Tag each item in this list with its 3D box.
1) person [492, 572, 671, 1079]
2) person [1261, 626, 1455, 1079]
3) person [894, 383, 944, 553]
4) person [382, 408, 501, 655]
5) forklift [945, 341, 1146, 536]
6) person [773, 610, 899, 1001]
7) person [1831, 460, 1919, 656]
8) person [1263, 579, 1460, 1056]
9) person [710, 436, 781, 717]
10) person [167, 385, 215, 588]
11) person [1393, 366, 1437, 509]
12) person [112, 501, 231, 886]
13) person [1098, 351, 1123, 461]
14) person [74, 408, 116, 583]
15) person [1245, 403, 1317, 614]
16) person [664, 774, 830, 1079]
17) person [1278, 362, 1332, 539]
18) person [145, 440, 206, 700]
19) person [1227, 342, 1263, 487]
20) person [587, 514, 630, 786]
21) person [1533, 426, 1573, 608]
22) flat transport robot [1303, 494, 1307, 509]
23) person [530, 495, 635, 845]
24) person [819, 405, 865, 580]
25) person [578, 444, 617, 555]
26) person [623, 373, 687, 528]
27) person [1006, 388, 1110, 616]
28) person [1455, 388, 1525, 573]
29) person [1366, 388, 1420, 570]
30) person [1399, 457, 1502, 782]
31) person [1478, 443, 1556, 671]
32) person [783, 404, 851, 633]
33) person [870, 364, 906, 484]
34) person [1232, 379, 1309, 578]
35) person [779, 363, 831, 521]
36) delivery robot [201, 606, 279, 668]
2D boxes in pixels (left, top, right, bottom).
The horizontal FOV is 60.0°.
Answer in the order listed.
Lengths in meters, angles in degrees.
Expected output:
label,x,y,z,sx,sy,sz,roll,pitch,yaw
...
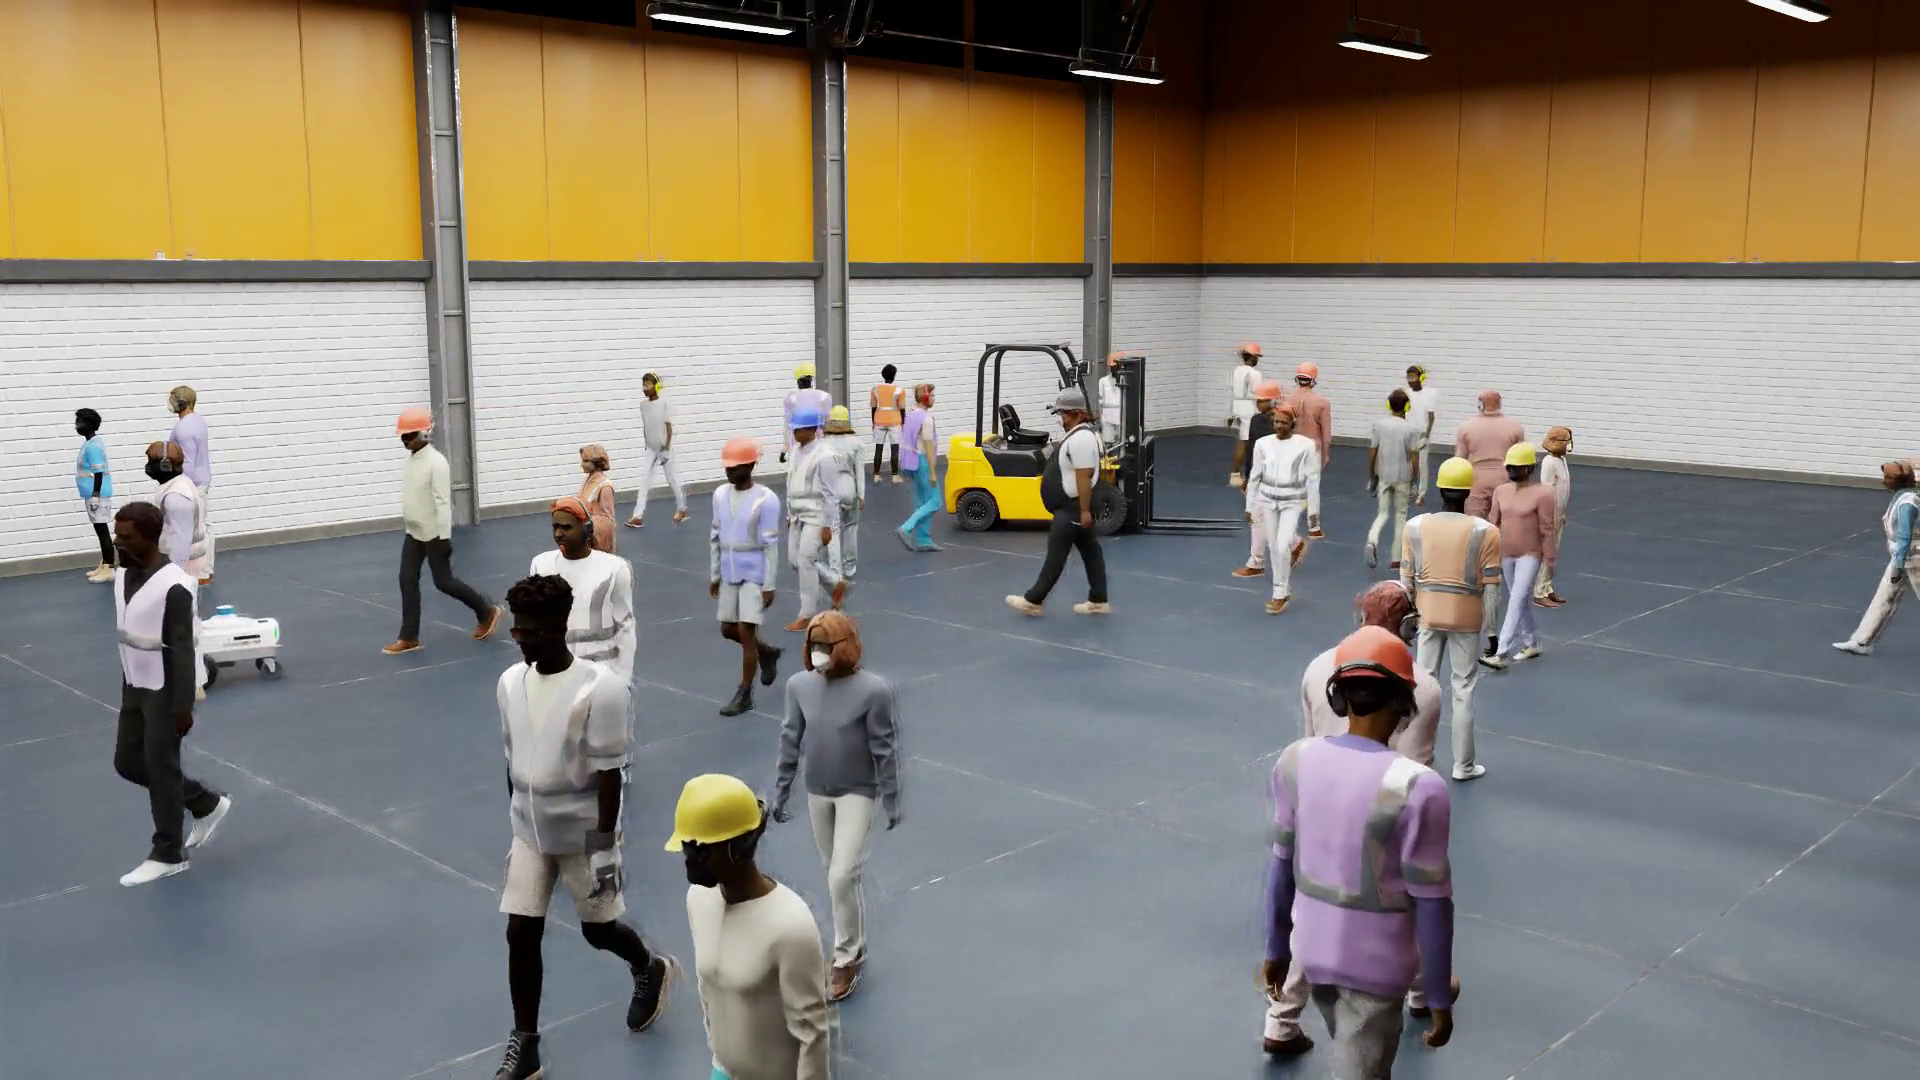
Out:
label,x,y,z,sx,sy,sz,roll,pitch,yaw
person,-1.460,1.059,6.272,0.610,1.935,0.869,4,10,23
person,1.130,1.256,4.953,0.999,1.981,0.631,-6,11,-34
person,-0.420,-0.753,17.662,0.502,1.834,0.583,-4,10,-21
person,-4.162,-0.088,13.258,0.618,1.959,0.897,8,12,42
forklift,0.977,-1.223,19.452,2.313,2.155,1.214,2,9,11
person,-0.553,1.099,6.966,0.535,1.611,0.604,5,10,27
person,7.356,0.165,12.855,0.934,1.566,0.520,3,10,17
person,1.576,1.073,6.489,1.079,1.838,0.654,-8,12,-42
person,-1.430,0.223,11.469,0.551,1.915,0.703,6,11,31
person,-7.325,-0.505,15.834,0.372,1.940,0.631,-2,10,-13
person,5.715,-1.274,20.929,0.482,1.809,0.962,6,11,33
person,-3.973,0.741,8.279,0.608,1.908,0.519,8,12,39
person,2.198,-1.675,23.109,0.550,1.913,0.866,4,10,23
person,-8.403,-0.437,16.153,0.316,1.696,0.542,-5,11,-29
person,2.786,-0.274,14.649,0.617,1.856,0.730,7,11,36
person,-0.470,1.441,4.532,0.538,1.732,0.652,8,12,41
person,3.868,-0.999,18.690,0.620,1.994,0.381,4,10,23
person,-5.526,0.219,11.690,0.430,1.845,0.620,-4,10,-24
person,4.095,-1.745,23.220,0.851,2.003,0.649,-4,10,-24
person,-2.105,0.654,9.685,0.372,1.622,0.537,4,10,24
person,5.349,-0.214,14.980,0.277,1.633,0.507,6,11,32
flat transport robot,4.073,-0.588,21.435,0.652,0.197,1.431,1,9,6
person,-1.966,0.699,8.614,0.583,1.882,0.338,2,10,15
person,-1.167,-0.449,16.154,0.506,1.709,0.810,0,9,-2
person,-2.920,0.042,13.400,0.307,1.639,0.513,-6,11,-34
person,-3.570,-1.063,19.647,0.535,1.817,0.996,5,10,26
person,0.872,-0.345,14.538,0.974,2.000,0.709,1,9,6
person,5.185,-0.546,16.289,0.675,1.877,0.703,3,10,17
person,4.325,-0.591,16.640,0.523,1.854,0.630,7,11,36
person,2.906,0.471,9.872,0.594,1.930,0.353,6,11,32
person,4.218,0.124,12.661,0.920,1.716,0.552,-6,11,-34
person,-1.197,-0.195,13.993,0.655,1.922,0.619,-7,12,-37
person,-1.014,-1.634,23.531,0.537,1.690,0.320,2,10,15
person,3.099,-0.617,16.451,0.849,1.967,0.625,-3,10,-17
person,-1.838,-1.152,19.887,0.647,1.913,0.371,-4,10,-21
delivery robot,-5.394,0.726,12.228,0.707,0.478,0.477,-5,11,-30
